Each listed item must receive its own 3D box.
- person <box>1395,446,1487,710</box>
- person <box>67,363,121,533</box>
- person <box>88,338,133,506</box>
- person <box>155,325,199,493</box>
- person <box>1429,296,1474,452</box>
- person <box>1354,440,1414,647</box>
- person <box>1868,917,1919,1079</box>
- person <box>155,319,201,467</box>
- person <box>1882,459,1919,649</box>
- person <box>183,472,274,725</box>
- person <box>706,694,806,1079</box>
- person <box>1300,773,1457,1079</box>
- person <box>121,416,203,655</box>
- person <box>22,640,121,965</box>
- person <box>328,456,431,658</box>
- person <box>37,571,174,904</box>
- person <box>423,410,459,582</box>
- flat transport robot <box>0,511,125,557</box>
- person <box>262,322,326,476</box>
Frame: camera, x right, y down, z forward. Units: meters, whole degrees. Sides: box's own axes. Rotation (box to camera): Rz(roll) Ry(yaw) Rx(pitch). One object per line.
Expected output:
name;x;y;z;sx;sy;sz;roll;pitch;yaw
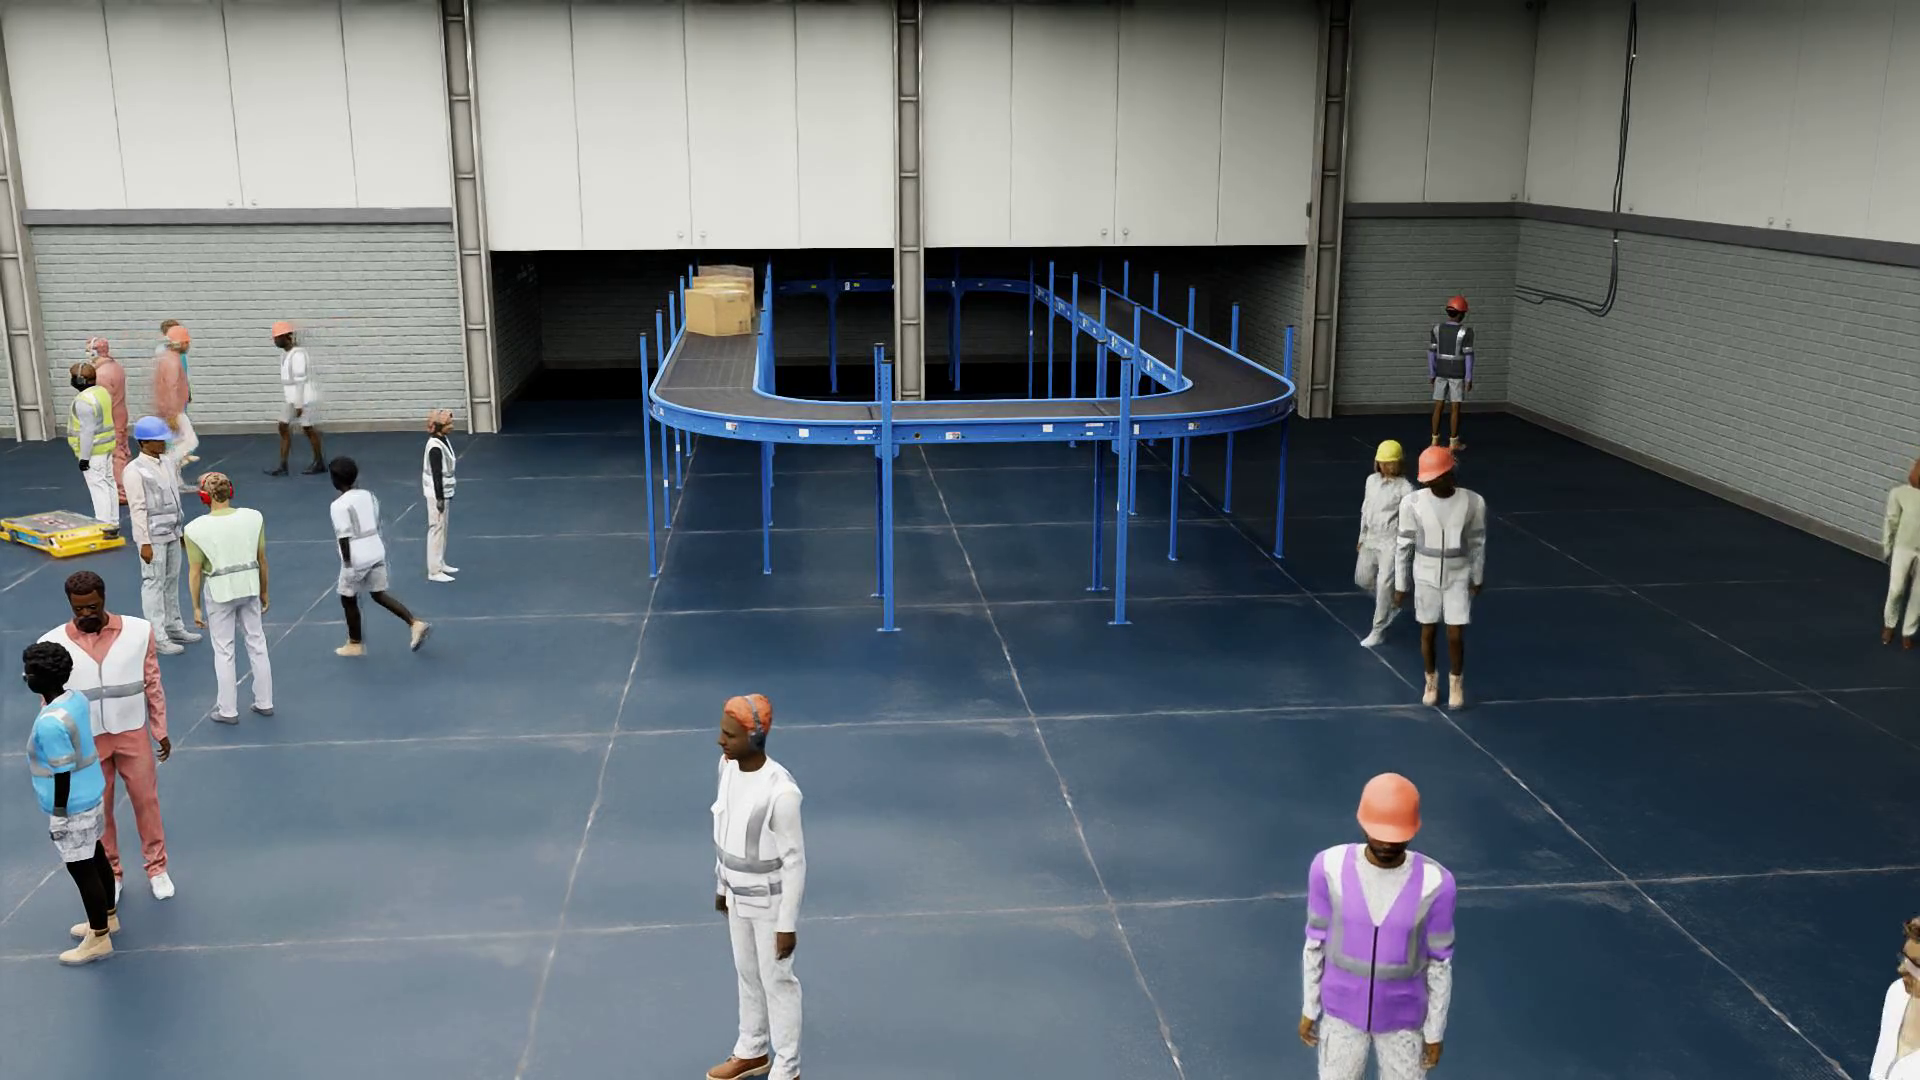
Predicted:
person;3.487;0.278;12.126;0.624;1.994;0.613;4;15;16
person;-8.984;-0.917;17.229;0.429;1.844;0.624;-2;14;-9
person;-9.606;-1.331;18.760;0.399;1.905;0.643;-3;14;-12
person;-9.082;-1.494;19.312;0.555;1.966;0.644;-9;16;-31
person;6.475;-2.183;21.885;0.614;2.040;0.390;14;19;43
person;3.519;0.012;13.716;0.488;1.728;0.504;-9;17;-33
person;3.154;2.059;5.390;0.920;1.808;0.580;0;14;0
person;-9.903;-1.862;21.002;0.349;1.846;0.506;1;14;6
person;7.819;0.110;13.577;0.503;1.619;0.374;6;15;23
person;-5.205;0.421;11.891;0.394;1.836;0.560;13;19;42
person;-0.884;1.564;7.219;0.361;1.883;0.574;-10;17;-36
person;1.563;1.778;6.275;0.550;1.929;0.387;5;15;18
person;-6.507;-0.046;13.527;0.389;1.948;0.609;1;14;2
person;-4.559;1.333;8.520;0.317;1.695;0.540;-4;15;-15
person;-4.703;0.152;13.318;0.729;1.660;0.548;4;14;14
person;-4.677;1.076;9.134;0.596;1.907;0.415;-8;16;-29
person;-4.898;-0.425;15.704;0.323;1.626;0.527;-3;14;-10
flat transport robot;-9.259;-0.086;17.093;1.431;0.197;0.652;11;18;37
person;-8.178;-1.687;20.212;0.855;1.883;0.573;-13;19;-41
